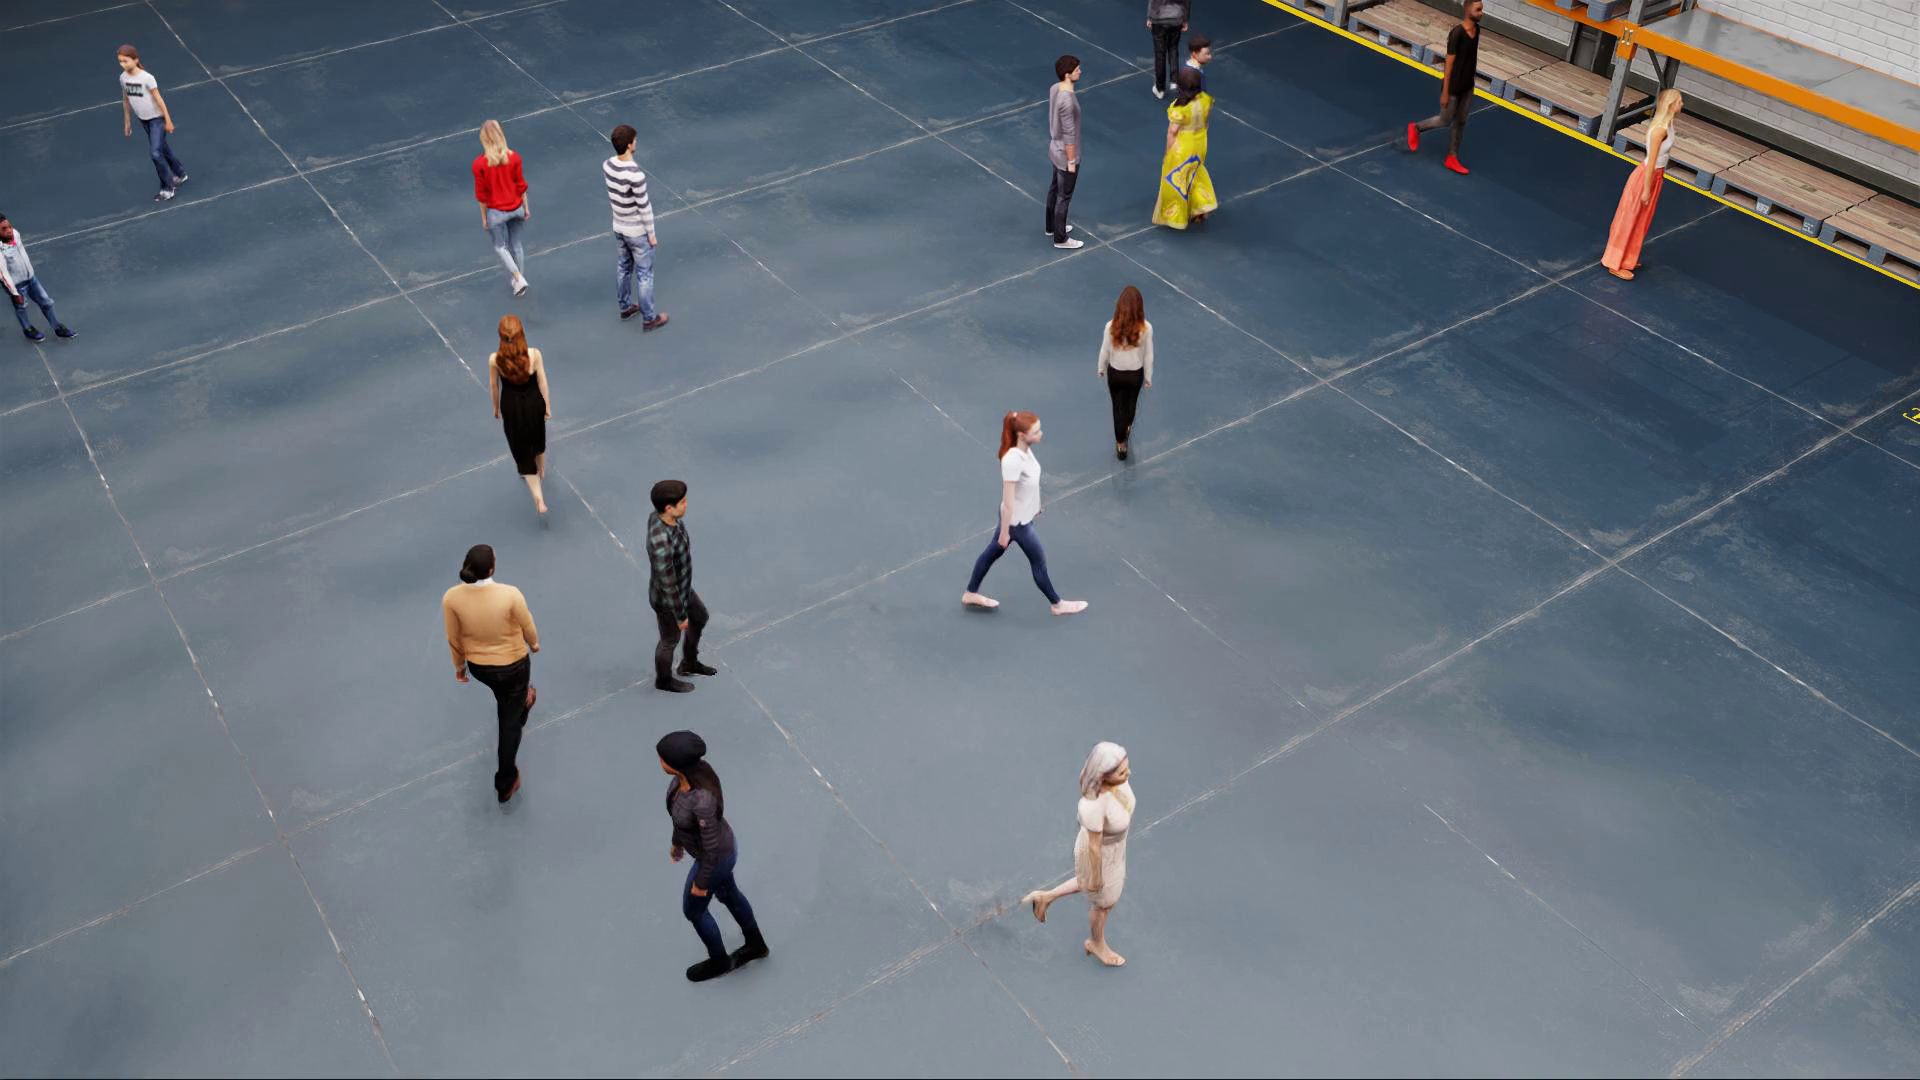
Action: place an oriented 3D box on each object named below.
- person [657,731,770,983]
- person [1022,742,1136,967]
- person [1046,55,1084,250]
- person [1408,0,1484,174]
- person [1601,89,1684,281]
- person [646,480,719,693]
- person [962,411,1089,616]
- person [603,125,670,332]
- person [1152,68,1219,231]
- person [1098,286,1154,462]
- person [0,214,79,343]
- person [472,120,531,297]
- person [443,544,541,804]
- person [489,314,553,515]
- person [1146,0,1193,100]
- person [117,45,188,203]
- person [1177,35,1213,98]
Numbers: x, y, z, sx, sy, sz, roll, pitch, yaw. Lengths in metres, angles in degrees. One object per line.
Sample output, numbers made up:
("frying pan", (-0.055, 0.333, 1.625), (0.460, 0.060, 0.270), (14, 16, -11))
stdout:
("person", (-1.281, 1.695, 9.087), (0.820, 1.732, 0.753), (-15, 41, -18))
("person", (0.672, 1.710, 9.072), (0.964, 1.727, 0.874), (11, 40, 13))
("person", (0.980, -3.679, 15.718), (0.802, 1.854, 0.625), (-8, 39, -10))
("person", (5.015, -4.681, 17.025), (0.673, 1.790, 1.007), (-27, 46, -29))
("person", (6.297, -3.279, 15.260), (0.699, 1.801, 0.710), (22, 44, 26))
("person", (-1.978, 0.326, 10.906), (0.885, 1.698, 0.815), (-1, 39, -1))
("person", (0.297, -0.148, 11.431), (1.107, 1.686, 1.112), (3, 39, 4))
("person", (-2.878, -2.729, 14.536), (0.570, 1.845, 0.752), (27, 46, 30))
("person", (2.223, -3.686, 15.896), (0.691, 1.644, 0.853), (-23, 44, -26))
("person", (1.300, -1.260, 12.997), (0.785, 1.470, 0.866), (1, 39, 1))
("person", (-8.227, -2.288, 14.468), (0.826, 1.240, 0.723), (14, 41, 17))
("person", (-4.052, -2.900, 14.875), (0.652, 1.690, 0.765), (-20, 43, -23))
("person", (-2.841, 0.832, 10.191), (1.162, 1.703, 1.288), (2, 39, 2))
("person", (-3.264, -0.913, 12.469), (0.746, 1.585, 1.119), (-14, 41, -17))
("person", (2.311, -5.706, 18.338), (0.734, 1.752, 0.769), (-7, 39, -9))
("person", (-8.067, -4.251, 16.689), (0.865, 1.536, 0.876), (13, 40, 16))
("person", (2.224, -4.087, 16.245), (0.870, 1.834, 0.781), (-2, 39, -2))
